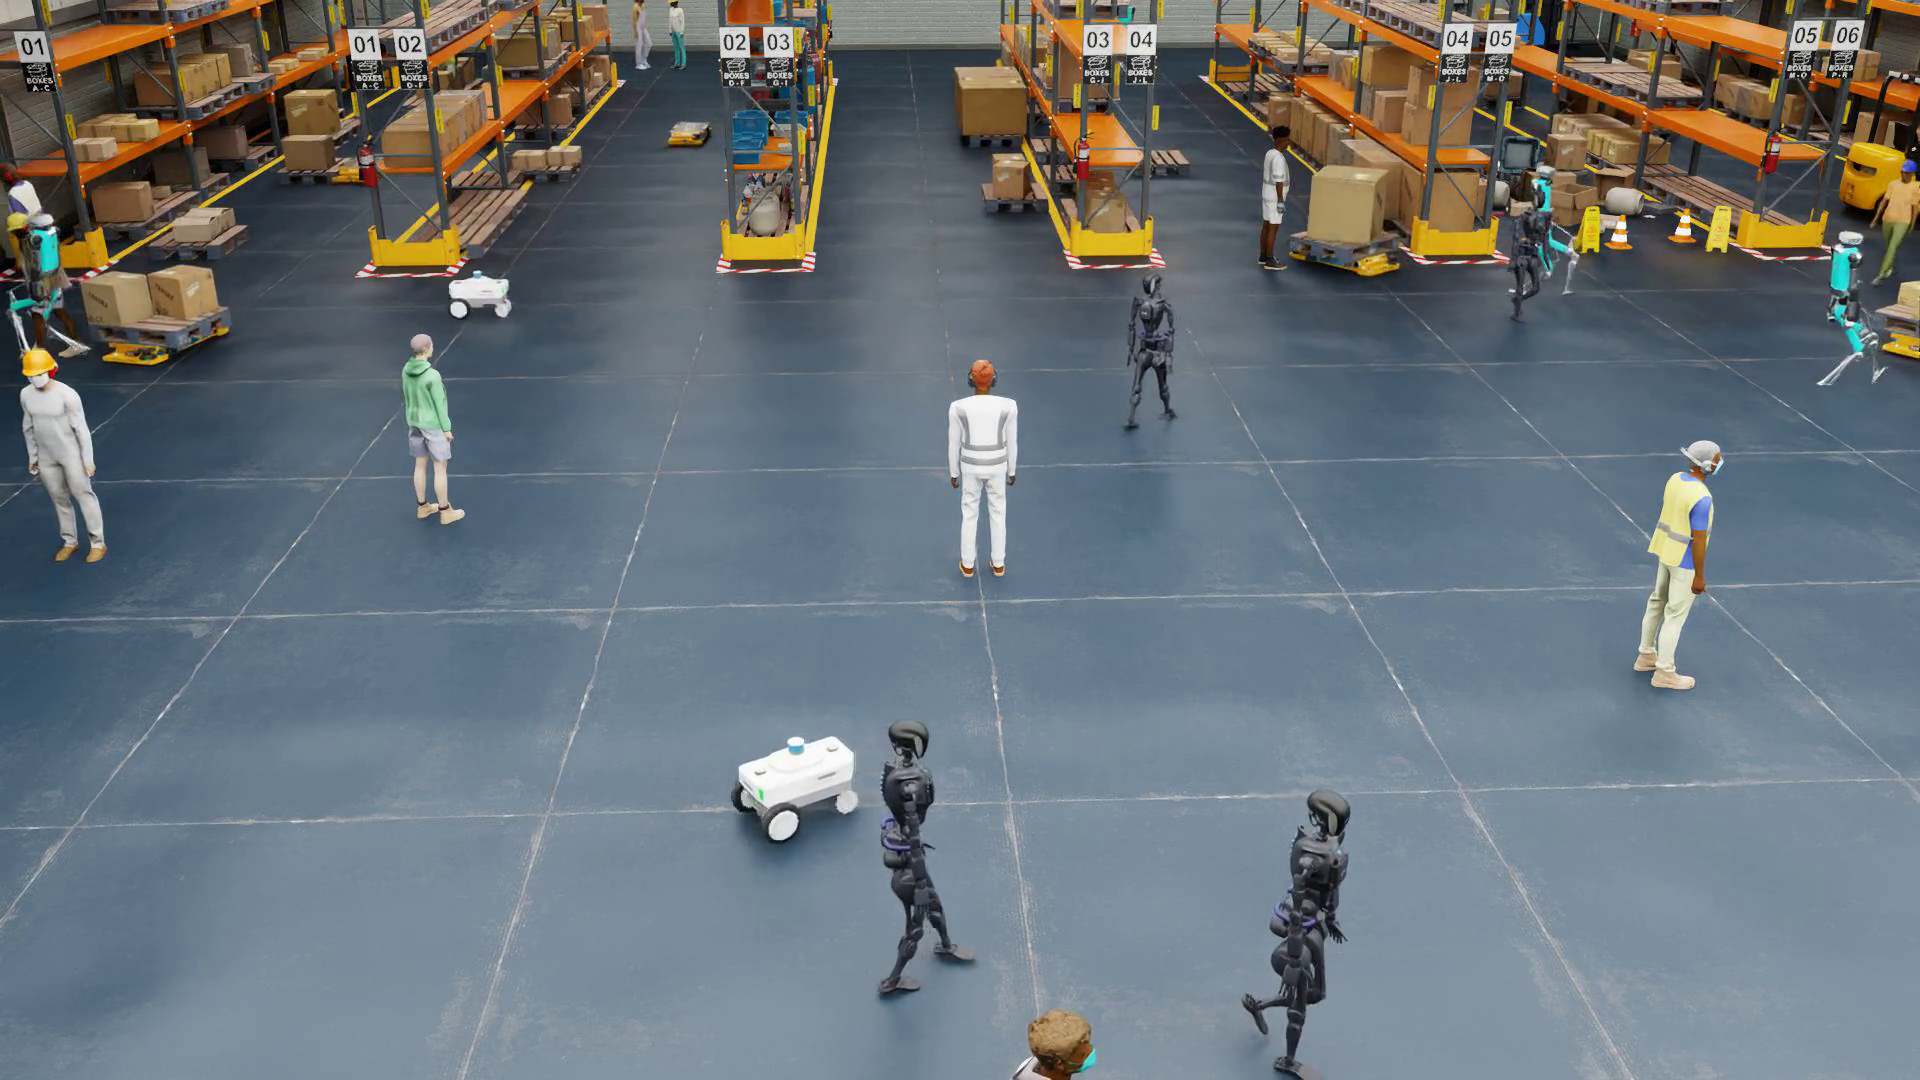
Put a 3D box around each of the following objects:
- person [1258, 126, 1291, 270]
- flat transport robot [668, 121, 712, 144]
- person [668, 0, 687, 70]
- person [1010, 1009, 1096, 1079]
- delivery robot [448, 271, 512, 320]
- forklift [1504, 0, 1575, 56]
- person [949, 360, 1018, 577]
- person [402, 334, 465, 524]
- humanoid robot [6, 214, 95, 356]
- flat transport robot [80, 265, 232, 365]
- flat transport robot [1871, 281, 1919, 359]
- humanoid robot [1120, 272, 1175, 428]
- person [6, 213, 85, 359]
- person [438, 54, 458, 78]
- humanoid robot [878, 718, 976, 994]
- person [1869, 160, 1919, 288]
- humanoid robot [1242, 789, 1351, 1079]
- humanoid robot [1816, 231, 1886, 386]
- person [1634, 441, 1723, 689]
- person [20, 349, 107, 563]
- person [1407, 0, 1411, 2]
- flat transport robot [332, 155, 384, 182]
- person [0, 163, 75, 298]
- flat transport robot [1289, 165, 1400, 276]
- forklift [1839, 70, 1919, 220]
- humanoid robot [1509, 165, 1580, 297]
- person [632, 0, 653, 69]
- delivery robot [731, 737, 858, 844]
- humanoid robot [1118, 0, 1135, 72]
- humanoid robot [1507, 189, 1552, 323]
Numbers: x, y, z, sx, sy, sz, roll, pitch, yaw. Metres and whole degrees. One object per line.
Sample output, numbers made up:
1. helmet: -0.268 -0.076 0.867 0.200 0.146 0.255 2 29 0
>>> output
1. person: 4.376 -4.756 23.073 0.367 1.966 0.603 -2 24 -5
2. flat transport robot: -5.214 -7.867 32.150 0.659 0.231 1.431 0 24 0
3. person: -6.872 -12.310 40.302 0.325 1.759 0.524 -22 32 -40
4. person: 0.348 2.631 6.537 0.367 1.916 0.491 -4 24 -9
5. delivery robot: -6.118 -3.107 21.119 0.808 0.607 0.499 -2 24 -4
6. forklift: 14.700 -13.805 42.301 1.873 2.768 1.129 -1 24 -2
7. person: 0.190 -0.583 13.814 0.566 1.878 0.354 0 24 1
8. person: -4.767 -0.995 14.911 0.467 1.734 0.324 13 27 27
9. humanoid robot: -10.685 -2.880 19.159 1.001 1.743 0.530 0 24 0
10. flat transport robot: -9.466 -2.390 19.843 0.659 0.231 1.431 6 25 13
11. flat transport robot: 11.699 -2.386 19.834 1.431 0.231 0.659 -16 28 -31
12. humanoid robot: 1.995 -1.959 17.212 0.589 1.633 0.796 19 30 36
13. person: -10.702 -2.926 19.262 0.781 1.713 0.554 -8 25 -17
14. person: -11.069 -10.267 35.826 0.535 1.659 0.837 1 24 1
15. humanoid robot: -0.197 1.701 8.925 0.512 1.642 0.610 -3 24 -6
16. person: 12.587 -4.283 22.371 0.916 1.664 0.452 -16 28 -31
17. humanoid robot: 1.661 1.952 8.350 0.506 1.642 0.590 14 28 28
18. humanoid robot: 10.025 -2.531 18.378 0.951 1.769 0.549 0 24 0
19. person: 5.230 0.171 12.094 0.391 1.892 0.542 -2 24 -5
20. person: -7.622 -0.714 14.090 0.569 1.889 0.389 2 24 5
21. person: 11.131 -12.985 41.801 0.479 1.777 0.598 -4 24 -10
22. flat transport robot: -10.418 -6.486 29.046 0.659 0.231 1.431 0 24 -1
23. person: -12.041 -3.981 21.533 0.449 1.821 0.664 -2 24 -4
24. flat transport robot: 5.407 -3.990 23.439 0.659 0.231 1.431 -19 30 -36
25. forklift: 15.132 -6.143 25.915 2.313 2.155 1.214 -1 24 -2
26. humanoid robot: 7.746 -3.923 21.537 1.019 1.774 0.534 16 29 33
27. person: -7.690 -12.335 40.261 0.533 1.832 0.565 11 26 24
28. delivery robot: -1.047 1.537 10.639 0.756 0.571 0.499 -15 28 -30
29. humanoid robot: 3.801 -11.992 39.610 0.548 1.732 0.996 -16 28 -31
30. humanoid robot: 7.052 -3.557 20.731 0.596 1.643 0.443 -10 26 -21
